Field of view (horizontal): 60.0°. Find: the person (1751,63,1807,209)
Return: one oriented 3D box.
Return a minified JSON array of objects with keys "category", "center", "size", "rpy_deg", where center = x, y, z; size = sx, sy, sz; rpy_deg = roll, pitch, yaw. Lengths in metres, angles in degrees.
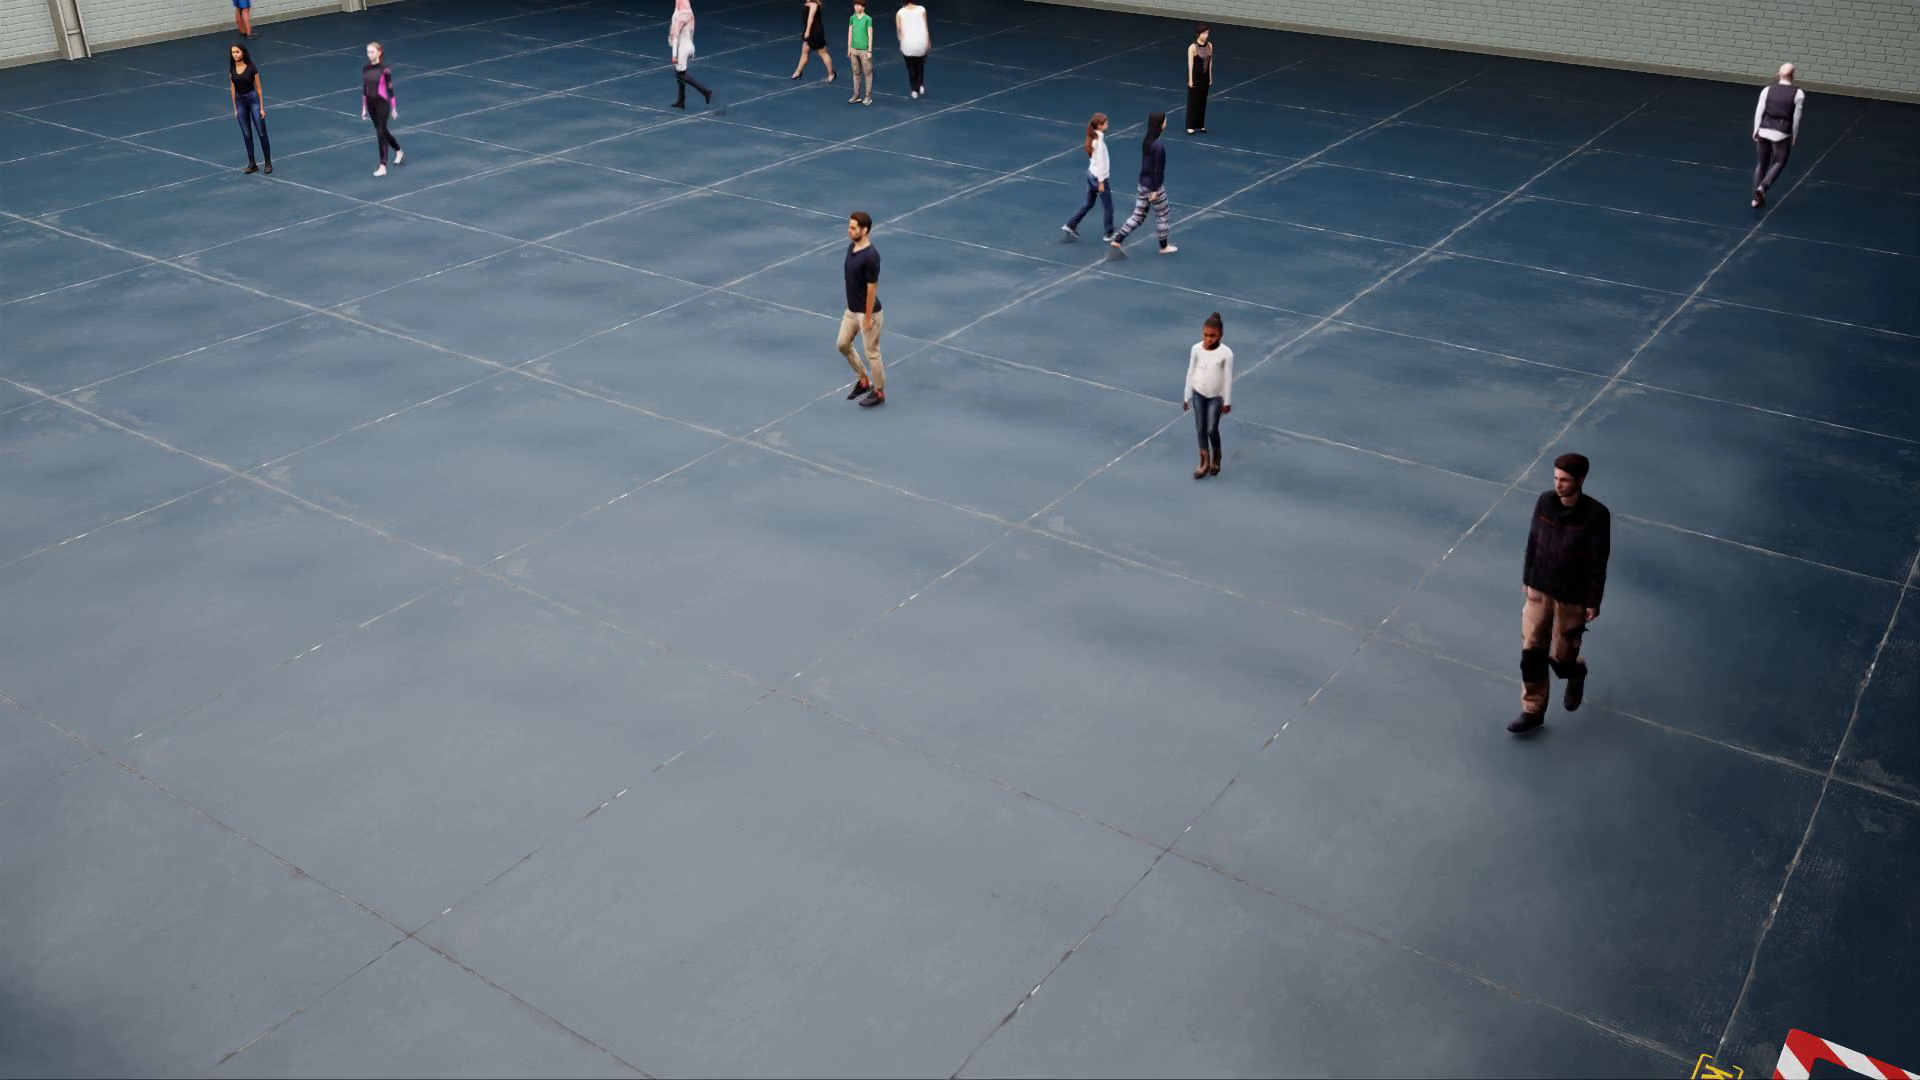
[{"category":"person","center":[10.250,-5.061,20.987],"size":[0.717,1.810,0.831],"rpy_deg":[20,34,34]}]

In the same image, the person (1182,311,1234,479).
[{"category":"person","center":[2.113,-1.227,13.938],"size":[0.531,1.447,0.554],"rpy_deg":[16,31,28]}]

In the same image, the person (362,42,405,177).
[{"category":"person","center":[-7.905,-5.915,22.747],"size":[0.769,1.716,1.159],"rpy_deg":[9,29,17]}]

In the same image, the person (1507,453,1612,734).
[{"category":"person","center":[3.801,0.323,10.425],"size":[0.968,1.907,0.822],"rpy_deg":[-23,35,-38]}]

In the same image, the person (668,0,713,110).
[{"category":"person","center":[-4.222,-7.567,25.890],"size":[0.826,1.776,1.044],"rpy_deg":[11,29,21]}]

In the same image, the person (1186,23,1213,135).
[{"category":"person","center":[3.548,-6.852,24.690],"size":[0.570,1.603,0.696],"rpy_deg":[-16,31,-28]}]

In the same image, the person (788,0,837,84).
[{"category":"person","center":[-2.328,-8.388,27.607],"size":[1.110,1.665,1.095],"rpy_deg":[-2,27,-3]}]

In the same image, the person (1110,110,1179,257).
[{"category":"person","center":[2.129,-4.088,19.216],"size":[1.161,1.701,1.009],"rpy_deg":[-10,29,-18]}]

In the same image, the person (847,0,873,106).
[{"category":"person","center":[-1.574,-7.808,26.497],"size":[0.602,1.649,0.562],"rpy_deg":[13,30,23]}]

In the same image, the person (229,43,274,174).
[{"category":"person","center":[-9.700,-5.907,22.706],"size":[0.645,1.740,0.693],"rpy_deg":[-2,27,-4]}]

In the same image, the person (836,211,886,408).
[{"category":"person","center":[-0.800,-2.116,15.229],"size":[0.770,1.845,0.775],"rpy_deg":[-16,31,-29]}]

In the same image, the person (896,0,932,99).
[{"category":"person","center":[-0.754,-7.975,26.803],"size":[0.876,1.666,0.942],"rpy_deg":[-4,27,-7]}]

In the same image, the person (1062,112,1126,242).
[{"category":"person","center":[1.568,-4.294,19.800],"size":[1.012,1.533,0.925],"rpy_deg":[-7,28,-13]}]

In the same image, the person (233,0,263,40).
[{"category":"person","center":[-13.609,-10.403,31.379],"size":[0.615,1.793,0.541],"rpy_deg":[20,33,33]}]
